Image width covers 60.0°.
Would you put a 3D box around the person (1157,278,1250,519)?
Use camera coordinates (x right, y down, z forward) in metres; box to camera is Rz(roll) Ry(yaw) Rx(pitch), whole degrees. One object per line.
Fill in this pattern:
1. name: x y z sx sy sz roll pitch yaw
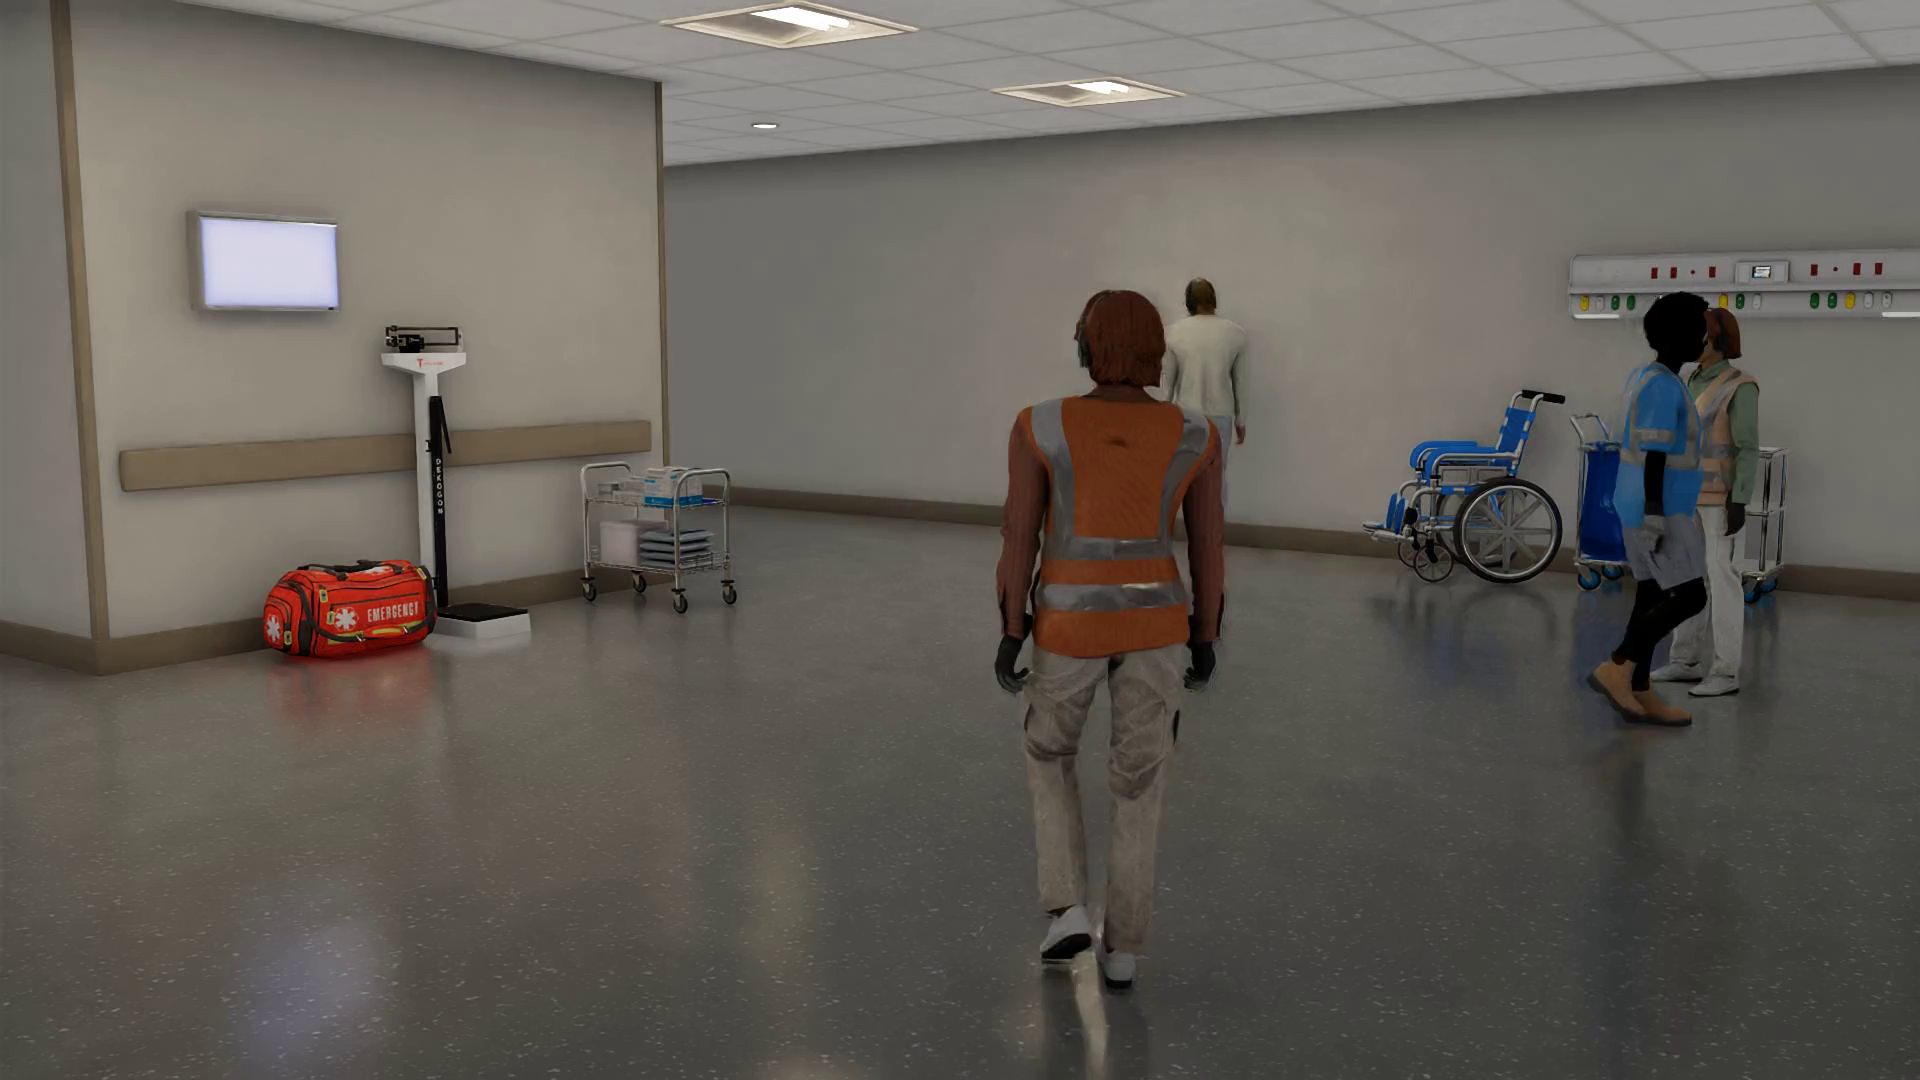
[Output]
1. person: 1.670 -0.830 11.334 0.643 1.914 0.692 -1 7 -4

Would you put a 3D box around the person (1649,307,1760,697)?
1. person: 3.162 -0.160 7.051 0.310 1.636 0.523 -1 7 -12

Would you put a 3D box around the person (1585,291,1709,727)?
1. person: 2.696 -0.105 6.375 0.369 1.683 0.556 3 8 22

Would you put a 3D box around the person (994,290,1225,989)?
1. person: 0.351 0.233 3.907 0.548 1.624 0.375 0 7 -2
